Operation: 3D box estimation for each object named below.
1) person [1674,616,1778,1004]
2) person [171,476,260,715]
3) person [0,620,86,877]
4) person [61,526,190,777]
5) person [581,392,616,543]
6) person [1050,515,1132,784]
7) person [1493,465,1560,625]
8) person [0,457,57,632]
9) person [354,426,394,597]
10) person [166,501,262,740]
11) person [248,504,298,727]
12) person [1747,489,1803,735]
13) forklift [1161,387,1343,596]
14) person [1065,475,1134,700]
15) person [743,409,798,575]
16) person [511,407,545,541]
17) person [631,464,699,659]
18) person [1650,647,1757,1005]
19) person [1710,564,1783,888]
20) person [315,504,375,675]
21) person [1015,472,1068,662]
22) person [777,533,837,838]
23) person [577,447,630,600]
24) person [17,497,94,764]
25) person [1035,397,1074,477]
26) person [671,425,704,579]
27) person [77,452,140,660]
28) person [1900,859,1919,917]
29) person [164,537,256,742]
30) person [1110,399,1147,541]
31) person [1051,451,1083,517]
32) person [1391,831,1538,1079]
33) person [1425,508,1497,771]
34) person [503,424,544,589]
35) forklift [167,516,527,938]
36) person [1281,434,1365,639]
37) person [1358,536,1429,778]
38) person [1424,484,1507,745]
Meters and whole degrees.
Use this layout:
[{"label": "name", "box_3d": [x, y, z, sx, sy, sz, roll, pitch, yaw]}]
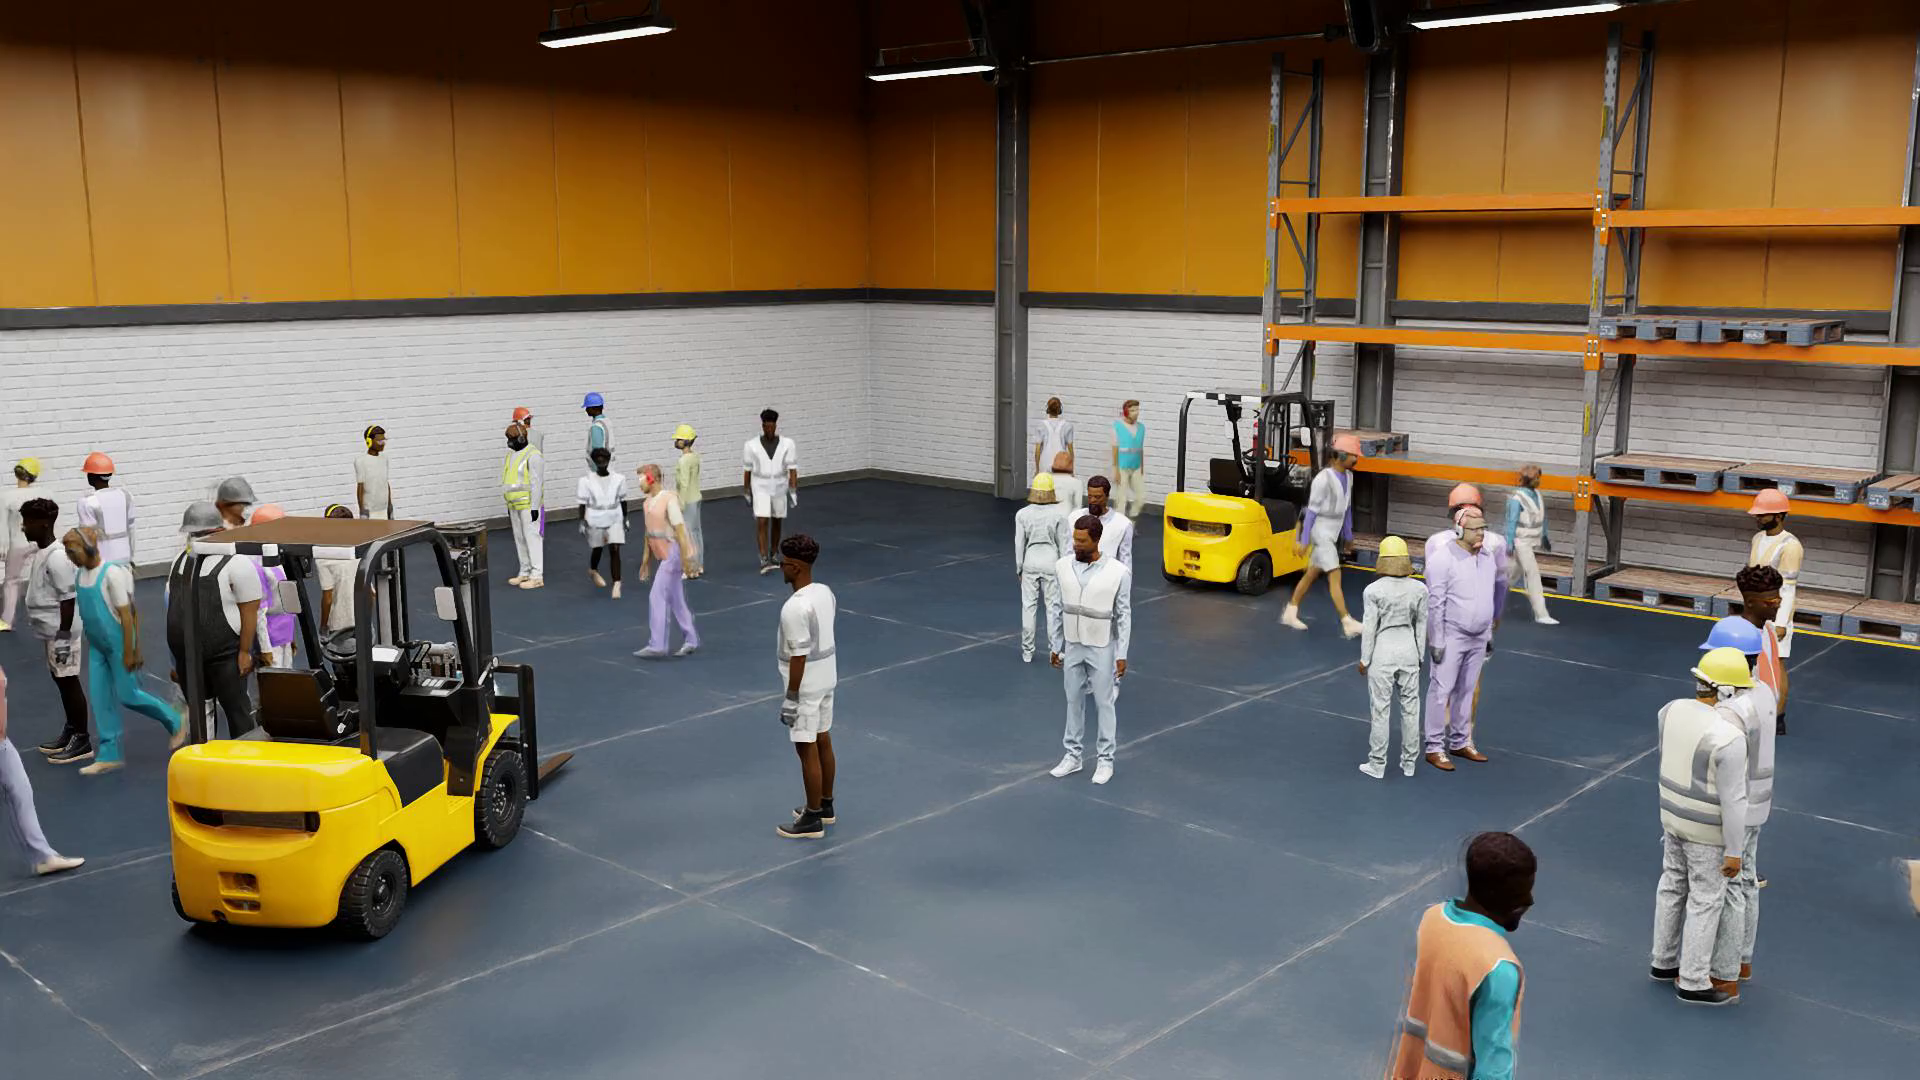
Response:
[{"label": "person", "box_3d": [3.860, 1.343, 8.360, 0.404, 1.945, 0.615, 8, 13, 39]}, {"label": "person", "box_3d": [-5.875, 0.445, 13.208, 0.985, 2.000, 0.689, 2, 10, 10]}, {"label": "person", "box_3d": [-5.673, 1.203, 9.782, 0.753, 1.730, 0.544, -1, 10, -6]}, {"label": "person", "box_3d": [-6.085, 0.768, 12.073, 0.564, 1.808, 0.753, 5, 11, 28]}, {"label": "person", "box_3d": [-4.619, -0.927, 21.320, 0.416, 1.939, 0.604, 0, 10, 1]}, {"label": "person", "box_3d": [0.923, 0.758, 11.781, 0.597, 1.915, 0.371, 6, 12, 31]}, {"label": "person", "box_3d": [5.708, 0.021, 16.880, 0.863, 1.601, 0.513, 9, 13, 42]}, {"label": "person", "box_3d": [-9.185, 0.048, 16.400, 0.545, 1.732, 0.578, 8, 12, 37]}, {"label": "person", "box_3d": [-6.341, -0.314, 18.065, 0.323, 1.860, 0.519, 4, 11, 22]}, {"label": "person", "box_3d": [-5.219, 0.738, 11.541, 0.684, 2.000, 0.538, 3, 10, 14]}, {"label": "person", "box_3d": [-4.946, 0.702, 12.039, 0.358, 1.938, 0.542, -1, 10, -4]}, {"label": "person", "box_3d": [6.254, 0.558, 12.907, 0.392, 1.929, 0.539, -1, 10, -7]}, {"label": "forklift", "box_3d": [3.298, -0.608, 18.767, 1.214, 2.155, 2.313, 9, 13, 42]}, {"label": "person", "box_3d": [1.158, 0.401, 13.852, 0.591, 1.912, 0.389, 6, 12, 32]}, {"label": "person", "box_3d": [-2.182, -0.560, 19.289, 0.617, 1.907, 0.976, -3, 10, -14]}, {"label": "person", "box_3d": [-5.567, -0.838, 21.356, 0.337, 1.743, 0.563, 4, 11, 20]}, {"label": "person", "box_3d": [-2.759, 0.204, 15.295, 0.733, 1.792, 0.658, -4, 11, -24]}, {"label": "person", "box_3d": [3.710, 1.422, 8.297, 0.403, 1.817, 0.601, -2, 10, -12]}, {"label": "person", "box_3d": [4.562, 1.099, 9.699, 0.607, 1.966, 0.373, -9, 13, -41]}, {"label": "person", "box_3d": [-4.627, 0.654, 12.505, 0.329, 1.873, 0.515, 5, 11, 27]}, {"label": "person", "box_3d": [0.751, 0.250, 15.166, 0.493, 1.743, 0.295, 2, 10, 10]}, {"label": "person", "box_3d": [-0.986, 0.929, 10.664, 0.371, 1.966, 0.608, 3, 10, 16]}, {"label": "person", "box_3d": [-3.885, -0.223, 18.111, 0.565, 1.653, 0.808, -4, 11, -19]}, {"label": "person", "box_3d": [-6.648, 0.654, 12.229, 0.362, 1.963, 0.613, -7, 12, -36]}, {"label": "person", "box_3d": [1.219, -0.935, 21.624, 0.505, 1.845, 0.345, 0, 10, 1]}, {"label": "person", "box_3d": [-3.111, -0.435, 18.993, 0.305, 1.772, 0.524, 1, 10, 7]}, {"label": "person", "box_3d": [-7.720, 0.170, 15.058, 0.351, 1.942, 0.545, 4, 11, 23]}, {"label": "person", "box_3d": [5.431, 1.231, 8.814, 0.638, 2.017, 0.801, -6, 12, -30]}, {"label": "person", "box_3d": [-5.277, 0.807, 11.737, 0.587, 1.835, 0.403, -7, 12, -35]}, {"label": "person", "box_3d": [2.155, -0.899, 21.458, 0.587, 1.832, 0.439, -6, 12, -32]}, {"label": "person", "box_3d": [1.084, -0.170, 17.991, 0.500, 1.592, 0.853, 2, 10, 10]}, {"label": "person", "box_3d": [1.651, 1.865, 5.518, 0.419, 1.901, 0.690, -1, 10, -7]}, {"label": "person", "box_3d": [3.663, 0.707, 12.097, 0.642, 1.910, 0.401, -6, 12, -31]}, {"label": "person", "box_3d": [-4.867, -0.384, 18.544, 0.429, 1.830, 0.643, -10, 14, -44]}, {"label": "forklift", "box_3d": [-3.583, 0.976, 9.748, 1.214, 2.155, 2.313, 2, 10, 11]}, {"label": "person", "box_3d": [3.578, -0.042, 16.134, 1.067, 1.975, 0.644, 7, 12, 36]}, {"label": "person", "box_3d": [3.078, 0.833, 11.869, 0.484, 1.737, 0.308, -1, 10, -8]}, {"label": "person", "box_3d": [3.851, 0.566, 12.728, 0.613, 1.986, 1.098, 3, 10, 14]}]
